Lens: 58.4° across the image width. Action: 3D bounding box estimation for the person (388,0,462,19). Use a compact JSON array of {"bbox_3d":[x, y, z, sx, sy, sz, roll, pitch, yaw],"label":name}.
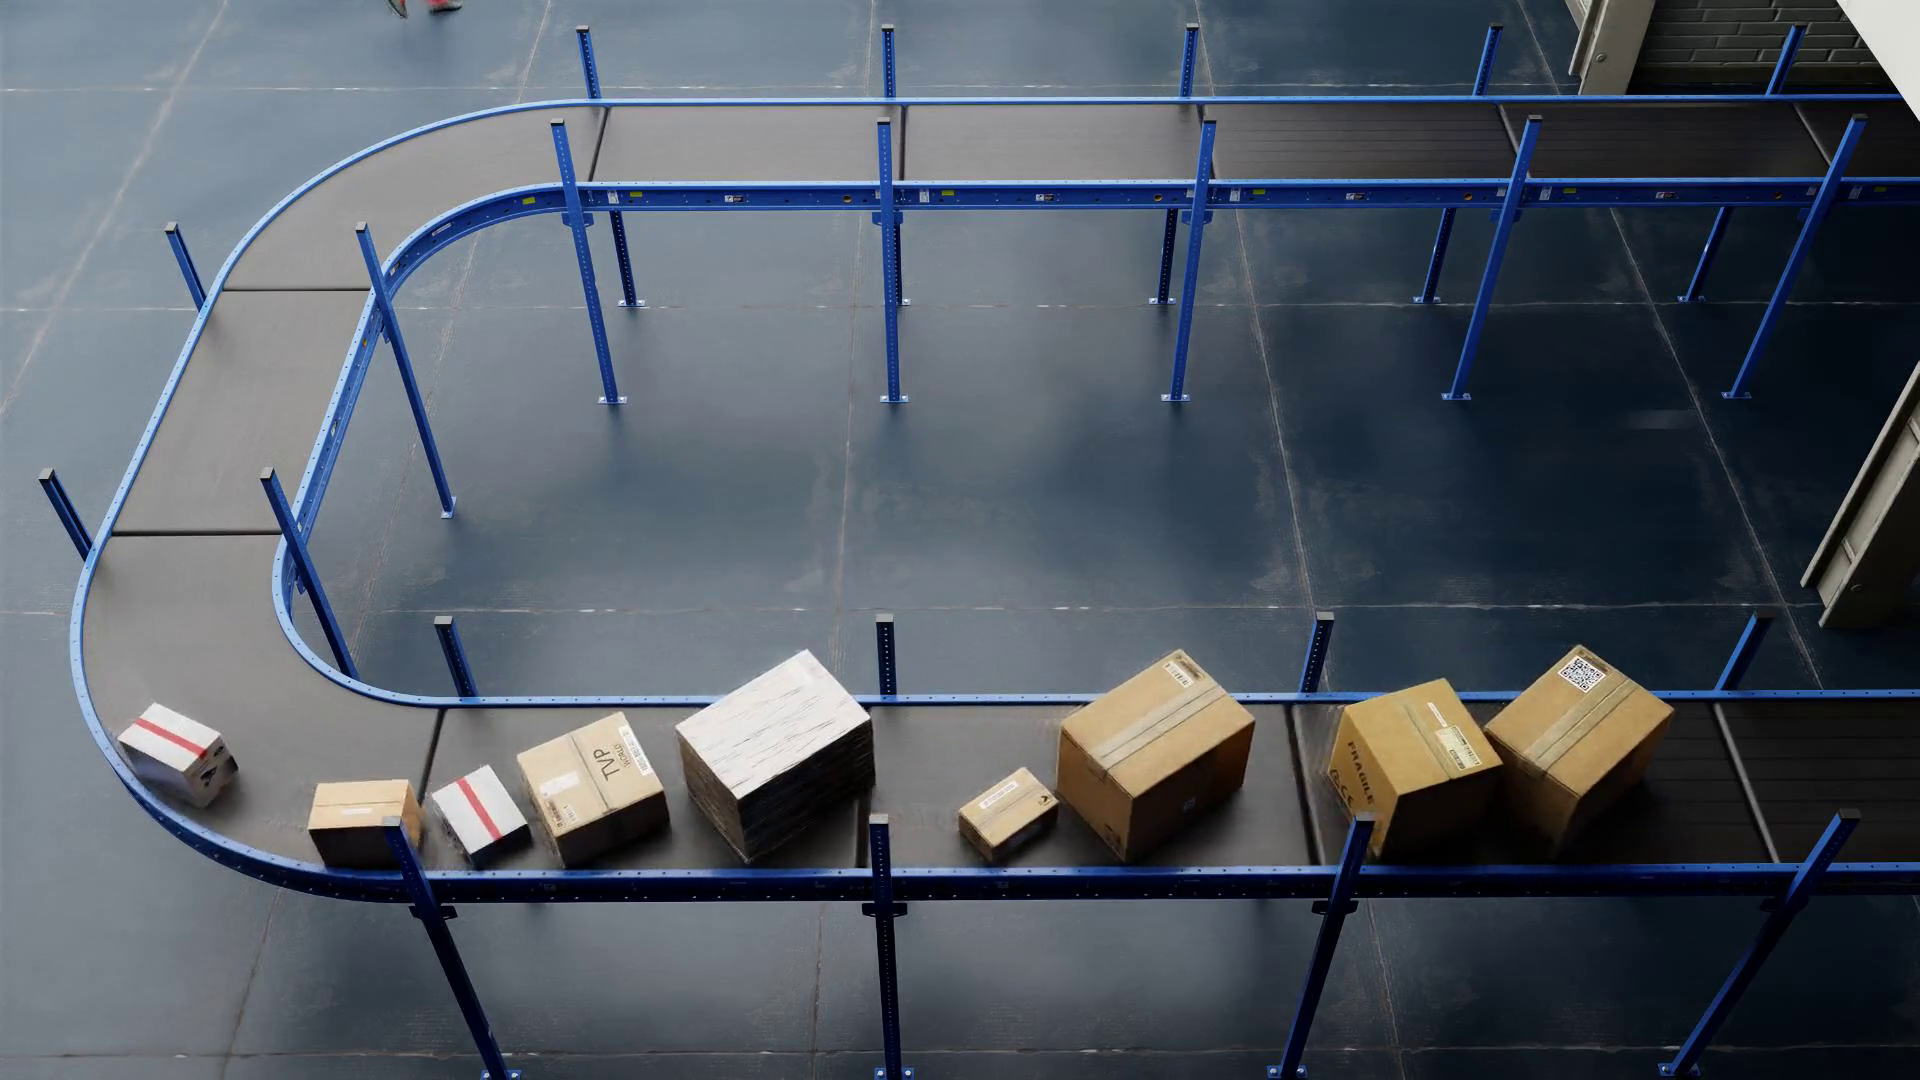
[{"bbox_3d":[-4.871,-5.418,15.140,0.534,1.755,0.528,-12,48,-11],"label":"person"}]
